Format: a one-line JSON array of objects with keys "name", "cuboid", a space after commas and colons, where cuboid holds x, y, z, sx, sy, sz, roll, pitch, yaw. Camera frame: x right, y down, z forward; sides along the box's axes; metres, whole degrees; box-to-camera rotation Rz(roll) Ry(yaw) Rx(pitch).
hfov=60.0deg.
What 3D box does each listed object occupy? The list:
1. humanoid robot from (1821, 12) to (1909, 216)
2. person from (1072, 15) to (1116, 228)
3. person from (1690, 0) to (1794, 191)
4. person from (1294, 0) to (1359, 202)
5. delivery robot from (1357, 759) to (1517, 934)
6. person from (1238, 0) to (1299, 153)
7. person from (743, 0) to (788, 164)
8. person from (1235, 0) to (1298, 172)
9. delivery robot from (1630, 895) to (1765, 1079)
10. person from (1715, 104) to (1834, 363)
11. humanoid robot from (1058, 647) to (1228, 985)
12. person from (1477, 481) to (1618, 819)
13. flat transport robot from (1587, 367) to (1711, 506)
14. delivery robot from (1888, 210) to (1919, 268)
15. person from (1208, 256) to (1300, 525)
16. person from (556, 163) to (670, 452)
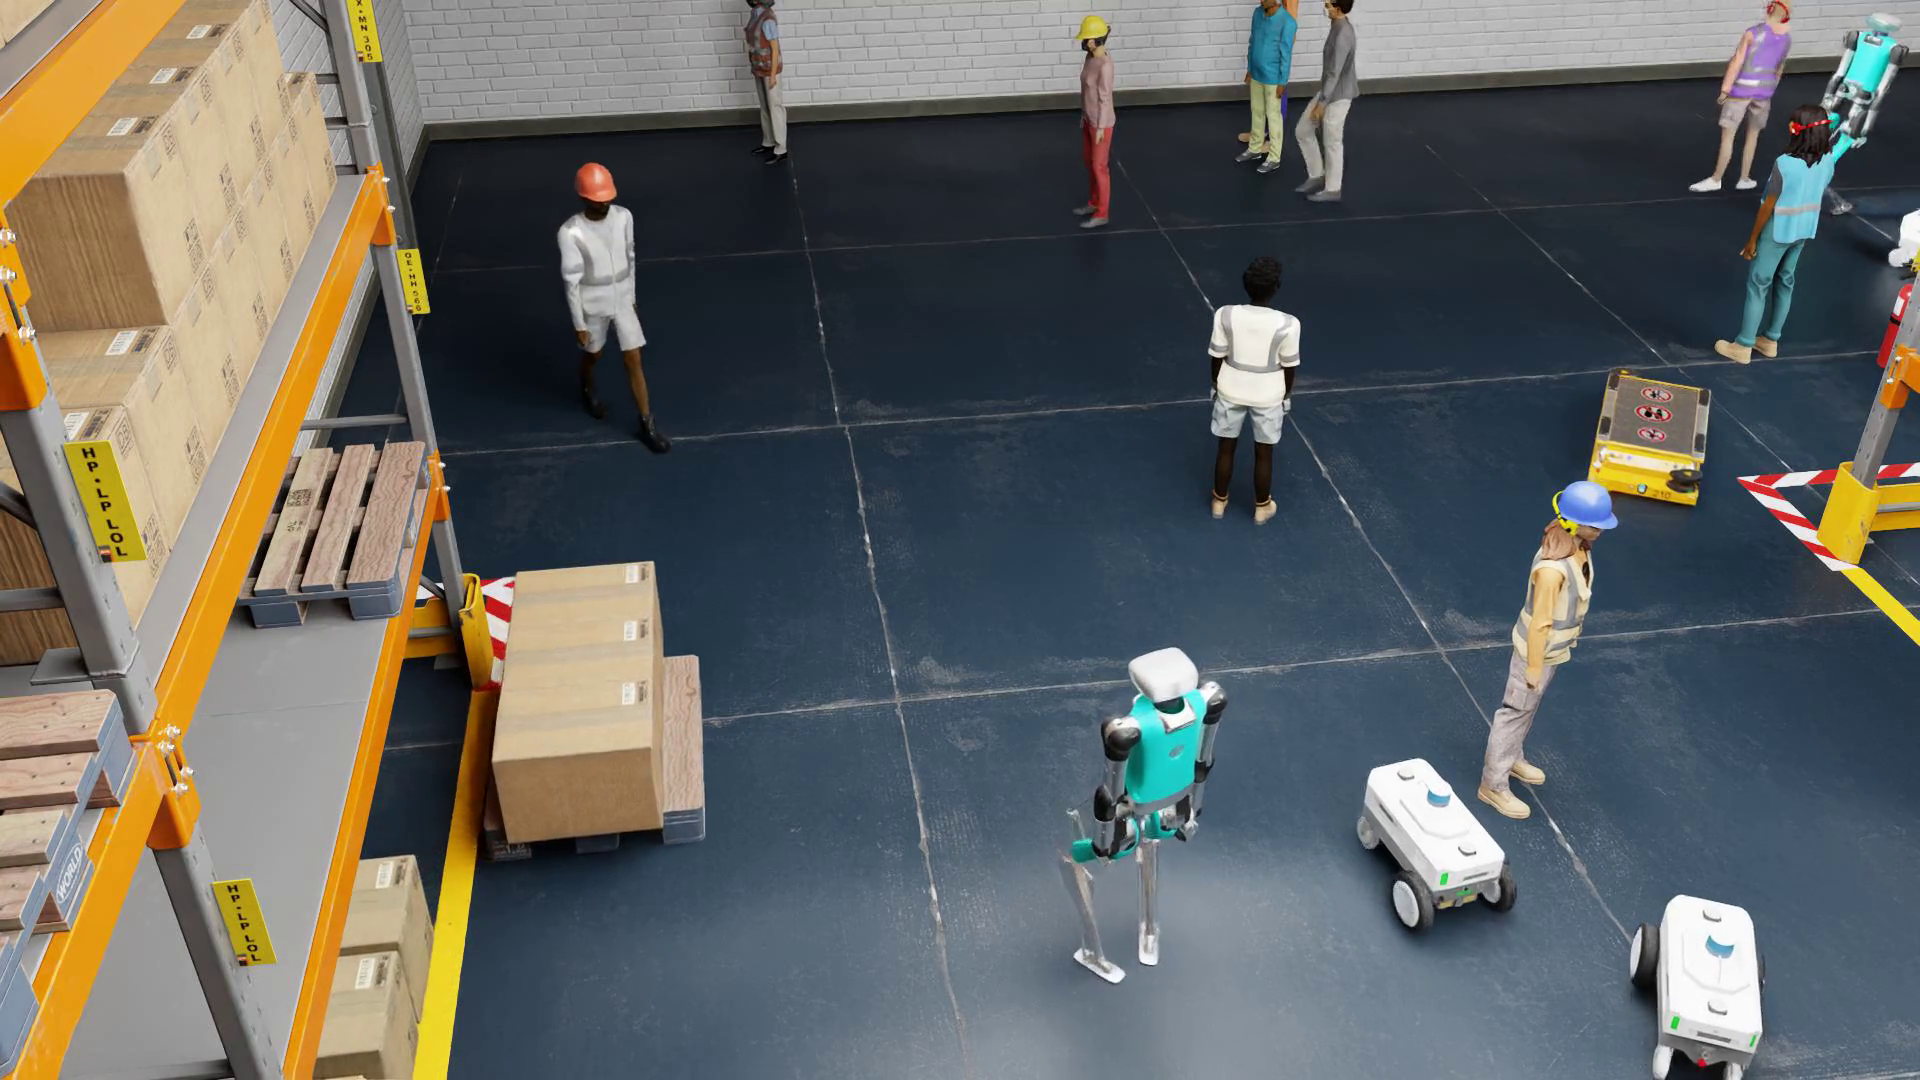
[{"name": "humanoid robot", "cuboid": [7.200, -3.438, 13.801, 0.981, 1.747, 0.530, -15, 36, -22]}, {"name": "person", "cuboid": [1.107, -3.469, 13.808, 0.342, 1.756, 0.517, -8, 34, -12]}, {"name": "person", "cuboid": [6.820, -3.852, 14.484, 0.632, 1.658, 0.355, -3, 33, -5]}, {"name": "person", "cuboid": [3.117, -3.783, 14.175, 0.558, 1.877, 0.560, 2, 33, 3]}, {"name": "delivery robot", "cuboid": [2.134, 1.364, 7.516, 0.499, 0.612, 0.816, -10, 34, -15]}, {"name": "person", "cuboid": [2.887, -4.574, 15.295, 0.373, 1.985, 0.508, -8, 34, -12]}, {"name": "person", "cuboid": [-1.777, -4.272, 15.099, 0.325, 1.686, 0.446, -15, 36, -22]}, {"name": "person", "cuboid": [2.742, -4.194, 14.932, 0.353, 1.744, 0.561, -17, 37, -24]}, {"name": "delivery robot", "cuboid": [3.051, 1.823, 6.815, 0.499, 0.614, 0.815, 10, 35, 15]}, {"name": "person", "cuboid": [5.765, -2.127, 11.663, 0.506, 1.860, 0.390, -11, 35, -16]}, {"name": "humanoid robot", "cuboid": [0.680, 1.068, 6.832, 0.551, 1.742, 0.711, -17, 37, -24]}, {"name": "person", "cuboid": [2.731, 0.492, 7.716, 0.323, 1.776, 0.475, 19, 38, 27]}, {"name": "flat transport robot", "cuboid": [4.537, -0.700, 10.925, 0.659, 0.231, 1.431, 13, 35, 19]}, {"name": "delivery robot", "cuboid": [7.838, -2.347, 13.177, 0.499, 0.583, 0.767, -21, 39, -29]}, {"name": "person", "cuboid": [1.725, -0.872, 9.877, 0.534, 1.699, 0.322, 12, 35, 17]}, {"name": "person", "cuboid": [-2.298, -1.538, 10.730, 0.562, 1.887, 0.987, -24, 40, -32]}]
